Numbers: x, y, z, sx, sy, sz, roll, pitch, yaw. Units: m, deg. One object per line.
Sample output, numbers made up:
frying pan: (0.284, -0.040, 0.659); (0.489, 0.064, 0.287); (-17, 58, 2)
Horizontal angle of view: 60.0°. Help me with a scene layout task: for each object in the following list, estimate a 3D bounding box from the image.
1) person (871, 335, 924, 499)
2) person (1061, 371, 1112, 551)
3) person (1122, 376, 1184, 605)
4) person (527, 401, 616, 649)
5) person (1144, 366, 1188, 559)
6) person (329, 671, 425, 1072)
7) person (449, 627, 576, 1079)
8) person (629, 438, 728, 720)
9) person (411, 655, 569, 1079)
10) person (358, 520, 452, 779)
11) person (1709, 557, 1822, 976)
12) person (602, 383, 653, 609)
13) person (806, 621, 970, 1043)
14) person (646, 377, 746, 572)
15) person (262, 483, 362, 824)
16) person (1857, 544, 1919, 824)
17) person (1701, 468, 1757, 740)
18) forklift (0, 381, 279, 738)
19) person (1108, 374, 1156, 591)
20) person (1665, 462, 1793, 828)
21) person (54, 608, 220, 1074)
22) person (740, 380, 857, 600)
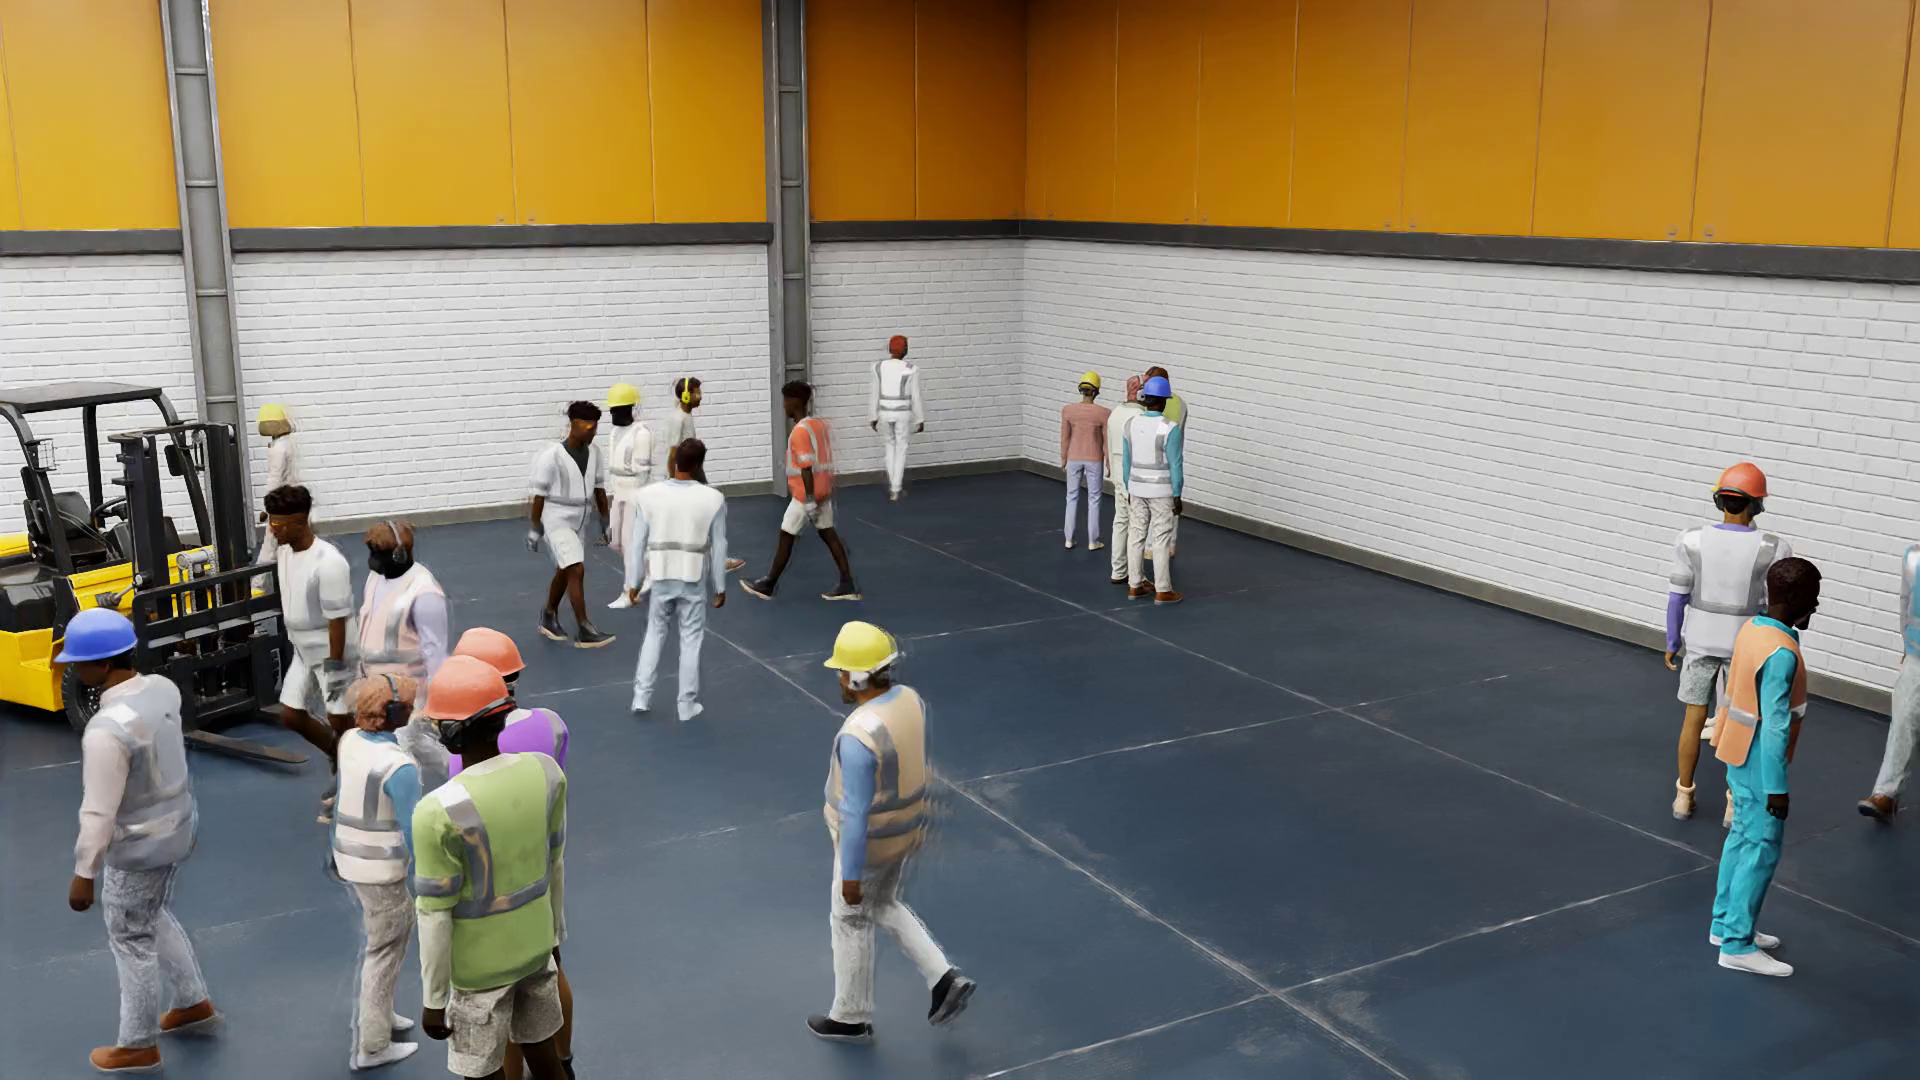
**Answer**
person: (-0.674, -1.414, 19.004); (0.599, 1.860, 0.655); (5, 13, 22)
person: (1.242, -0.768, 16.245); (0.531, 1.755, 0.339); (4, 13, 17)
person: (1.649, -0.420, 14.157); (0.603, 1.944, 0.391); (11, 16, 41)
person: (-2.979, -0.123, 12.823); (0.941, 1.908, 0.635); (7, 14, 29)
person: (1.869, -0.737, 15.889); (0.625, 1.843, 0.430); (-8, 15, -34)
person: (-2.337, 1.327, 6.733); (0.579, 1.615, 0.460); (11, 16, 43)
person: (-1.714, 1.268, 6.289); (0.388, 1.928, 0.545); (7, 14, 29)
person: (-1.869, 0.273, 11.082); (0.684, 1.884, 0.408); (1, 12, 3)
person: (-1.570, 1.375, 5.550); (0.418, 2.034, 0.604); (7, 14, 29)
person: (-2.913, 0.762, 8.934); (0.784, 1.812, 0.613); (-10, 16, -39)
person: (3.626, 1.008, 7.553); (0.401, 1.907, 0.600); (3, 12, 15)
person: (-2.767, -0.380, 14.048); (0.520, 1.910, 0.593); (-10, 16, -39)
person: (-0.320, 1.213, 6.804); (0.615, 1.809, 0.604); (5, 13, 24)
person: (-2.489, -0.581, 15.217); (0.977, 1.817, 0.504); (-1, 12, -5)
person: (-3.569, 0.631, 9.226); (0.623, 1.937, 0.454); (8, 15, 34)
person: (5.438, 0.661, 9.224); (1.023, 1.877, 0.622); (-8, 14, -32)
person: (4.906, 0.413, 10.674); (0.316, 1.767, 0.535); (10, 15, 38)
forklift: (-5.853, 0.085, 11.199); (2.313, 2.155, 1.214); (7, 14, 28)
person: (1.560, -0.508, 14.658); (0.407, 1.906, 0.655); (-5, 13, -23)
person: (4.254, 0.579, 9.243); (0.616, 2.040, 0.381); (8, 14, 33)
person: (-3.285, 1.197, 6.598); (0.471, 1.931, 0.632); (-1, 12, -5)
person: (-1.362, -0.410, 14.199); (1.022, 1.900, 0.627); (2, 12, 11)
